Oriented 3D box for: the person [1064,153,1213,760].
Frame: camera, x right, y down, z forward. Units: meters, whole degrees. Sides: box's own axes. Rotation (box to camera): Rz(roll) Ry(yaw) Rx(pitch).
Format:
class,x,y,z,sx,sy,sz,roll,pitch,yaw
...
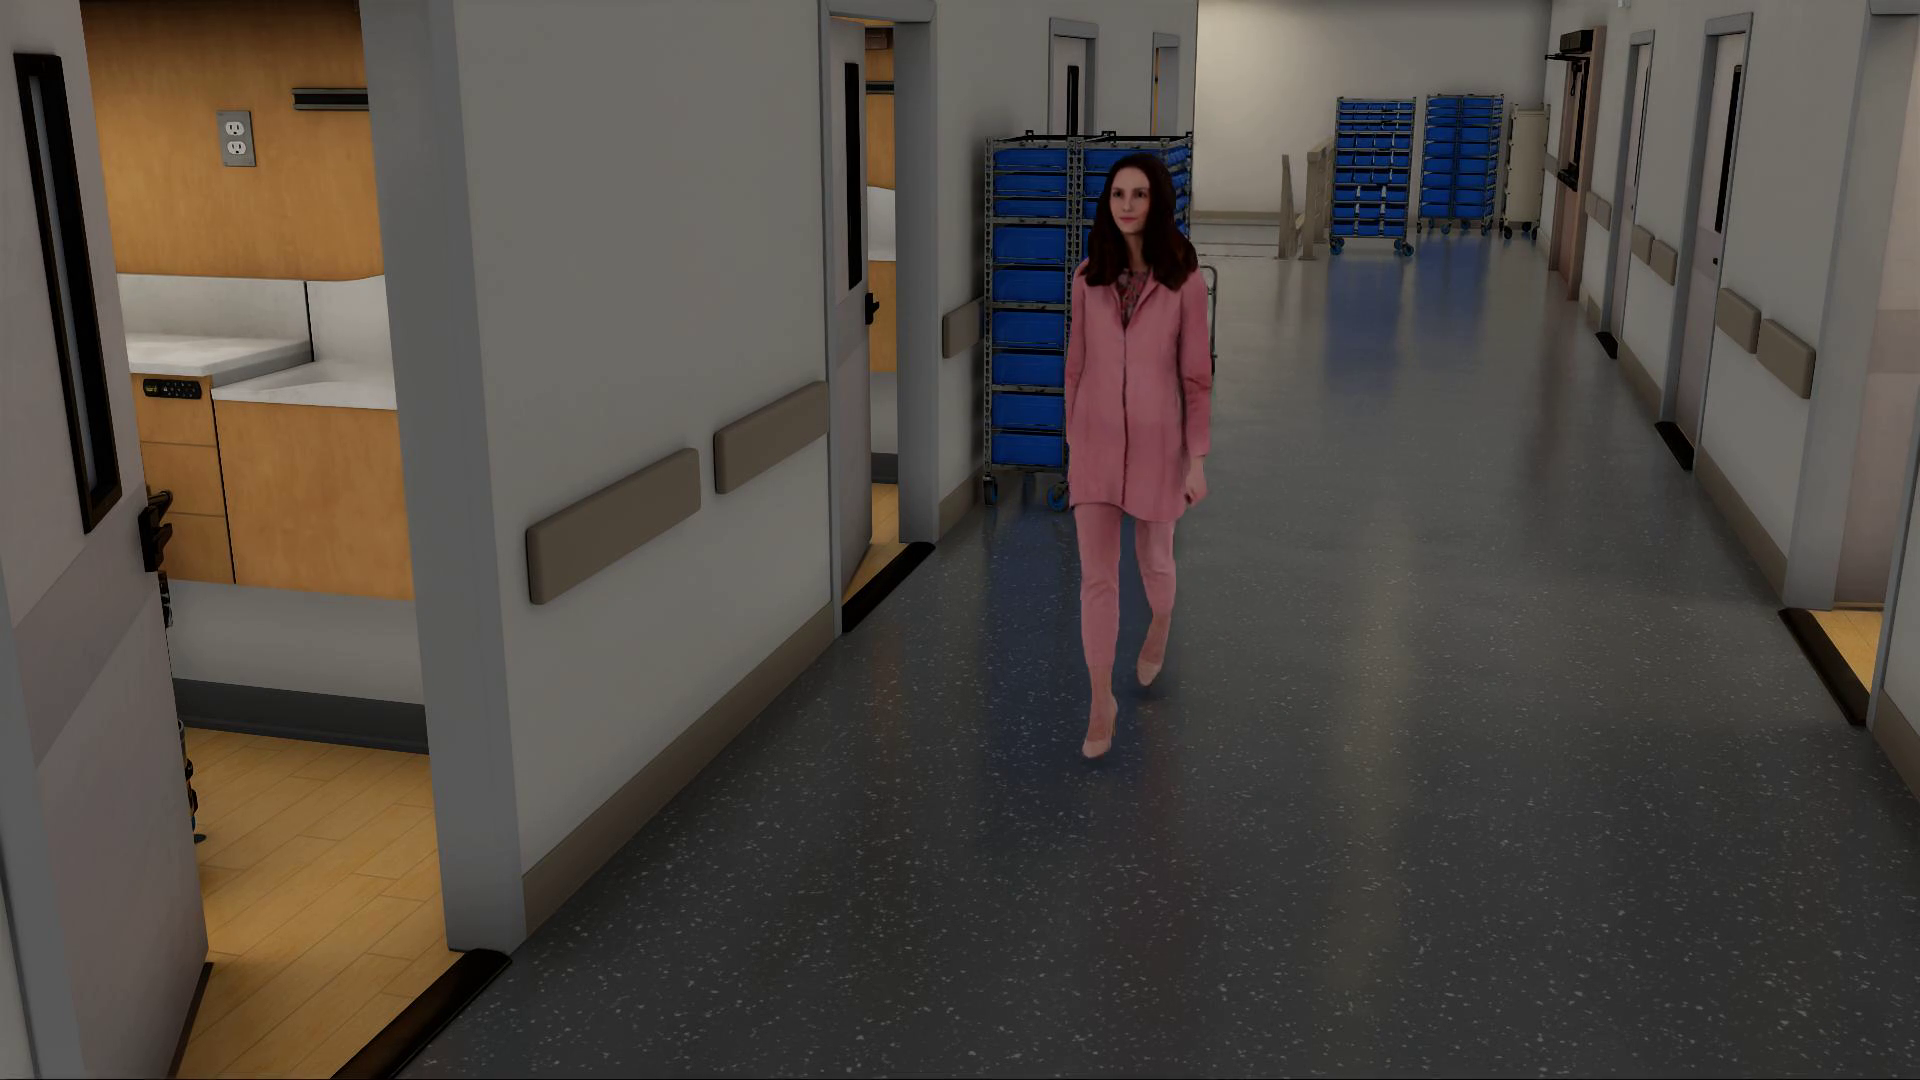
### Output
class,x,y,z,sx,sy,sz,roll,pitch,yaw
person,0.567,-0.268,5.166,0.644,1.763,1.096,5,16,17
